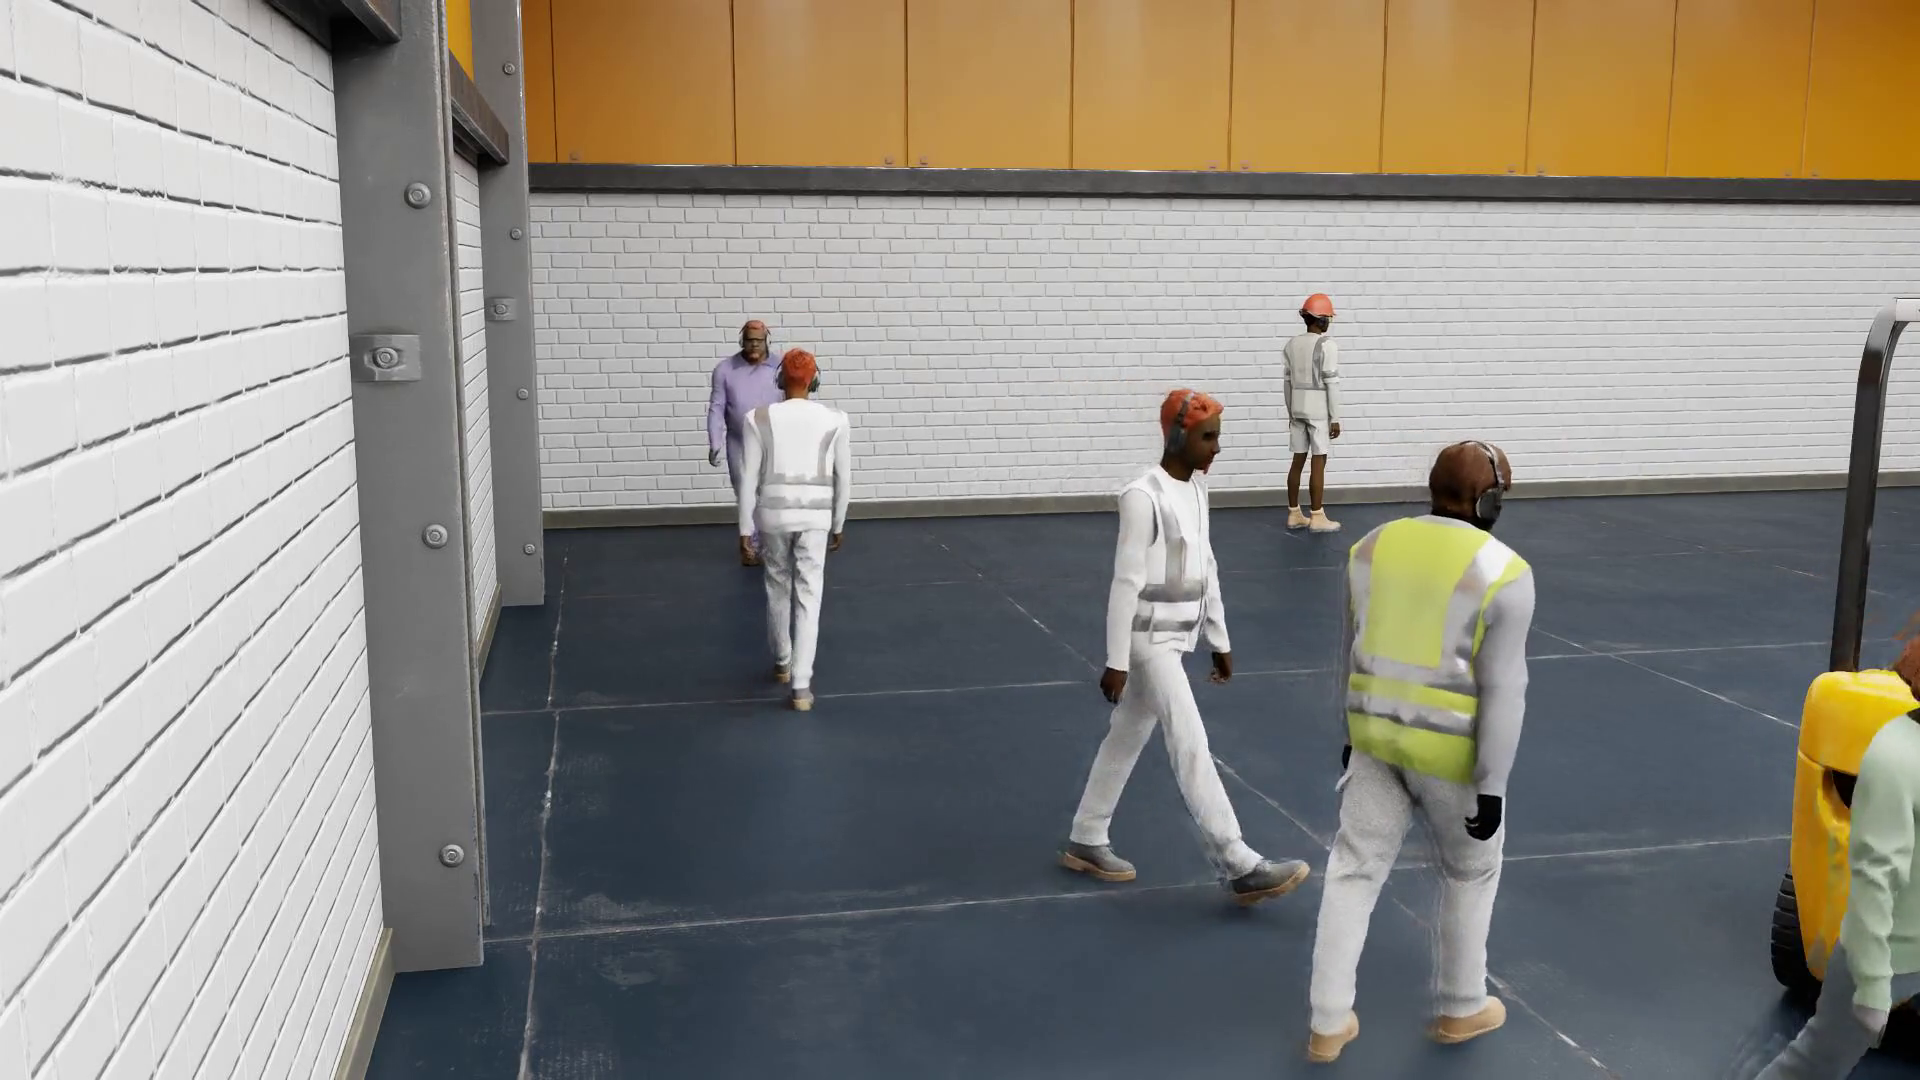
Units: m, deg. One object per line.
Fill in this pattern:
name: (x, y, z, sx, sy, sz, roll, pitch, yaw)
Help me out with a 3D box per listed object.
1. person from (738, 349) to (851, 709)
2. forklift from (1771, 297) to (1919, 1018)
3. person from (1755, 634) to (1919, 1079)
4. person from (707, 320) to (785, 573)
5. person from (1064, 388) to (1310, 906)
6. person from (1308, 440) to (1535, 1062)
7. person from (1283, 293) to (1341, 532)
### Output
person: (-0.873, -0.087, 8.822, 0.586, 1.831, 0.953, -1, 9, -3)
forklift: (3.542, 0.334, 5.177, 2.313, 2.155, 1.214, -9, 13, -43)
person: (2.074, 0.895, 3.636, 0.523, 1.580, 0.903, -4, 10, -25)
person: (-1.544, -0.688, 12.374, 0.653, 1.869, 0.880, 0, 9, 2)
person: (0.809, 0.383, 5.967, 1.005, 1.830, 0.595, 5, 11, 28)
person: (1.311, 0.614, 4.785, 0.696, 1.782, 0.655, -8, 12, -41)
person: (3.043, -1.088, 14.304, 0.375, 2.044, 0.607, -6, 11, -33)
